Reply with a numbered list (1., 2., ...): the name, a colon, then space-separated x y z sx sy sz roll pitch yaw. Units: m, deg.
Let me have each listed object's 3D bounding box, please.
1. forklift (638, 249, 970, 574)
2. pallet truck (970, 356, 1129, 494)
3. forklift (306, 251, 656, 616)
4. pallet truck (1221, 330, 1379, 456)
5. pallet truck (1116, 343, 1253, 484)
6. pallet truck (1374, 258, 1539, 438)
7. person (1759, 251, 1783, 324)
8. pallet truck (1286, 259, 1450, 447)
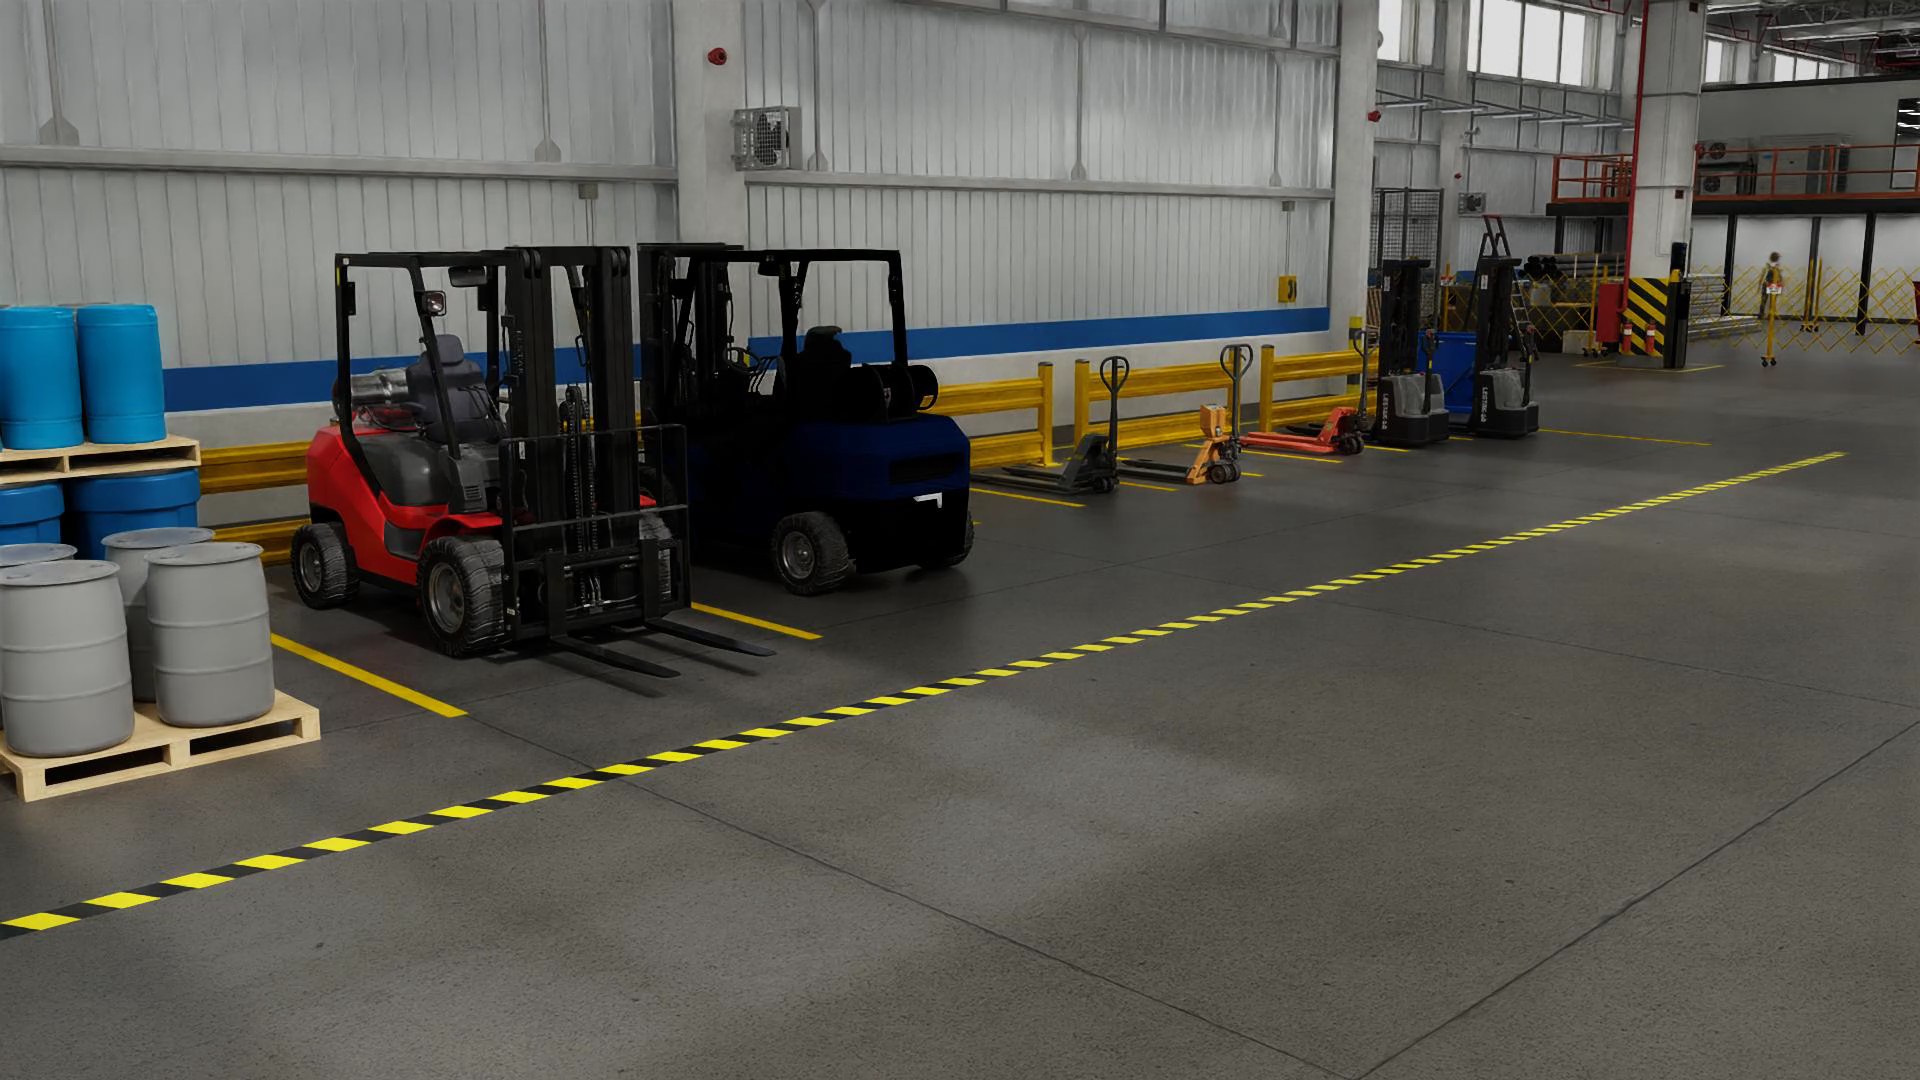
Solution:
1. forklift: -1.173 -0.958 11.239 2.680 1.987 1.157 10 14 43
2. pallet truck: 0.784 -1.085 14.876 0.680 1.201 1.601 -10 14 -44
3. forklift: -2.833 -0.669 9.694 1.157 1.987 2.680 -10 14 -44
4. pallet truck: 3.563 -1.581 17.381 0.653 1.274 1.630 -10 14 -44
5. pallet truck: 1.962 -1.215 15.415 1.522 1.261 0.704 10 14 43
6. pallet truck: 5.704 -2.208 18.901 1.885 1.965 0.823 10 14 43
7. person: 20.392 -6.337 41.847 0.509 1.845 0.342 6 12 28
8. pallet truck: 4.493 -2.078 18.196 0.823 1.965 1.885 -9 14 -40
